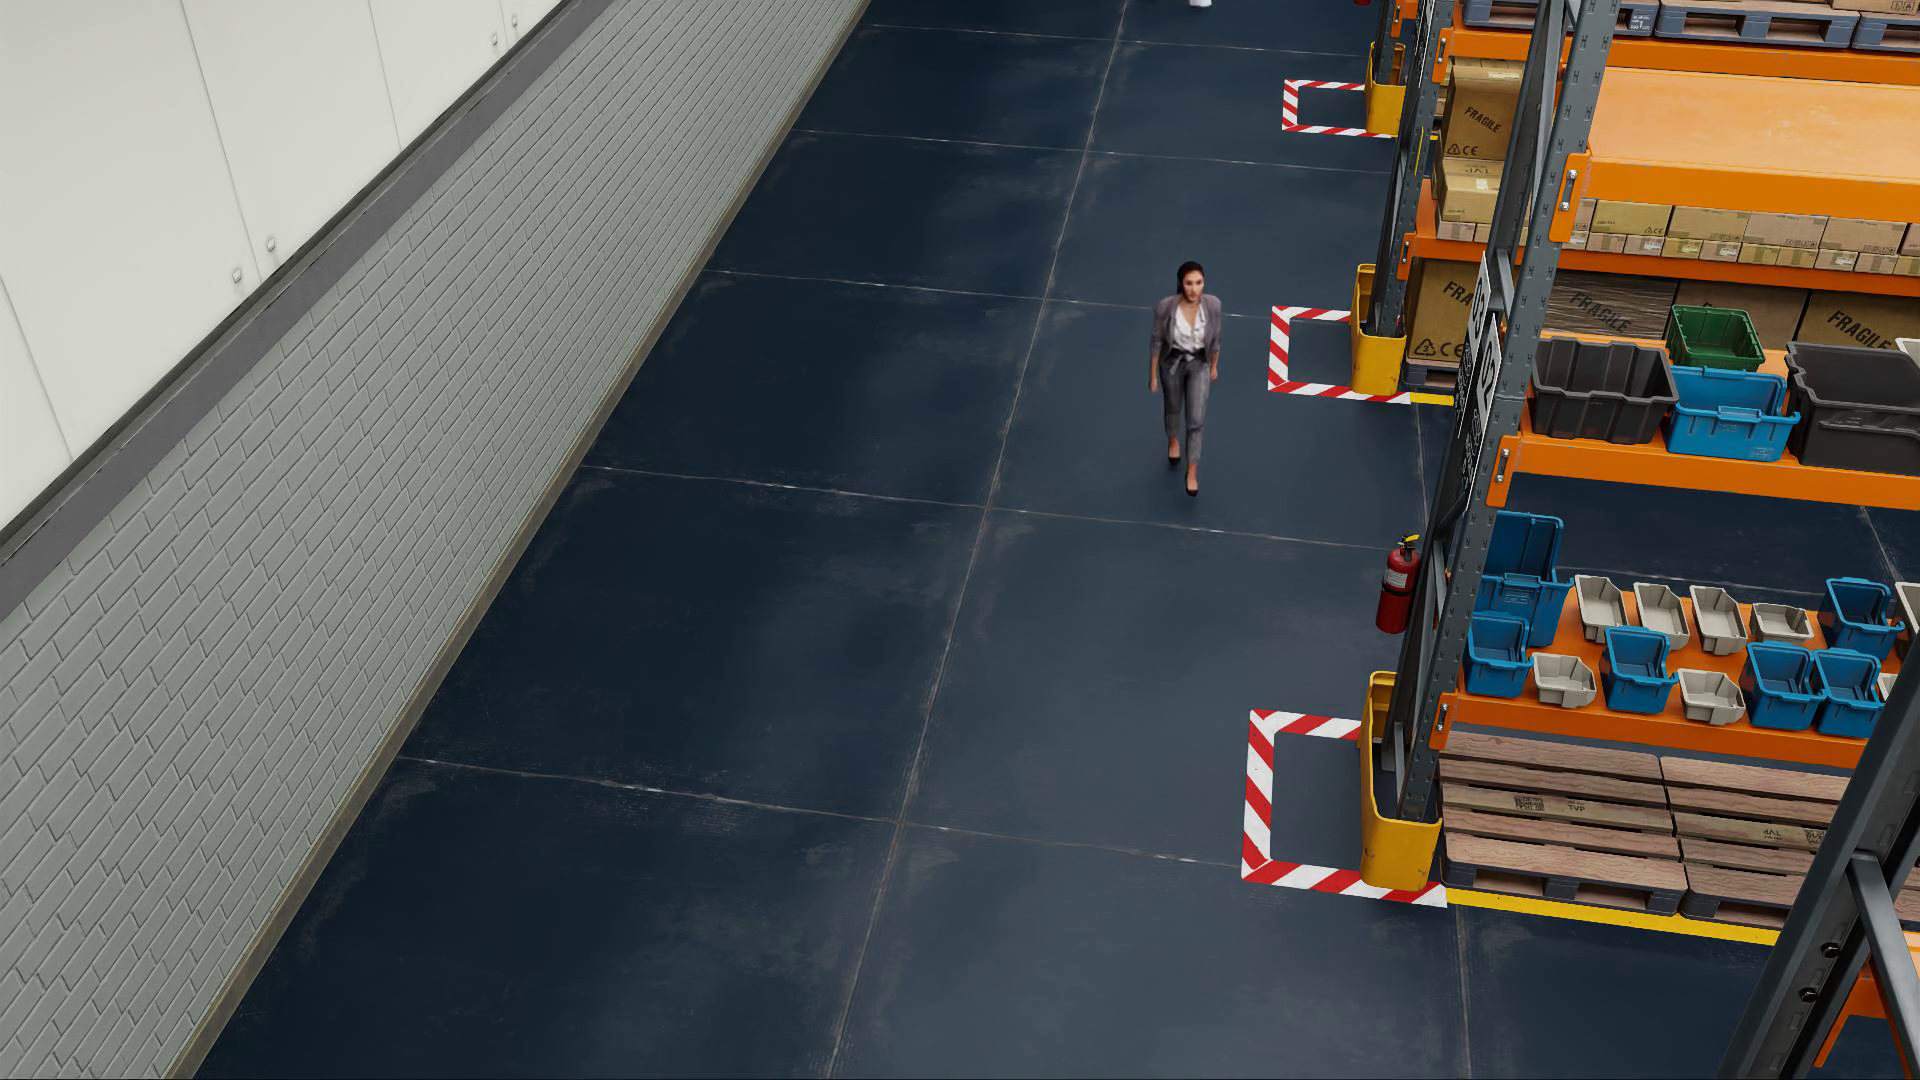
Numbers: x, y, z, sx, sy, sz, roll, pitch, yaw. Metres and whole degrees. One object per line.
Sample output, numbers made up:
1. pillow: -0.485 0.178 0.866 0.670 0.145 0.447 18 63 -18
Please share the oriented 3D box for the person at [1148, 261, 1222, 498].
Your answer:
1. person: 1.538 -1.197 11.454 0.921 1.646 0.773 2 37 2
